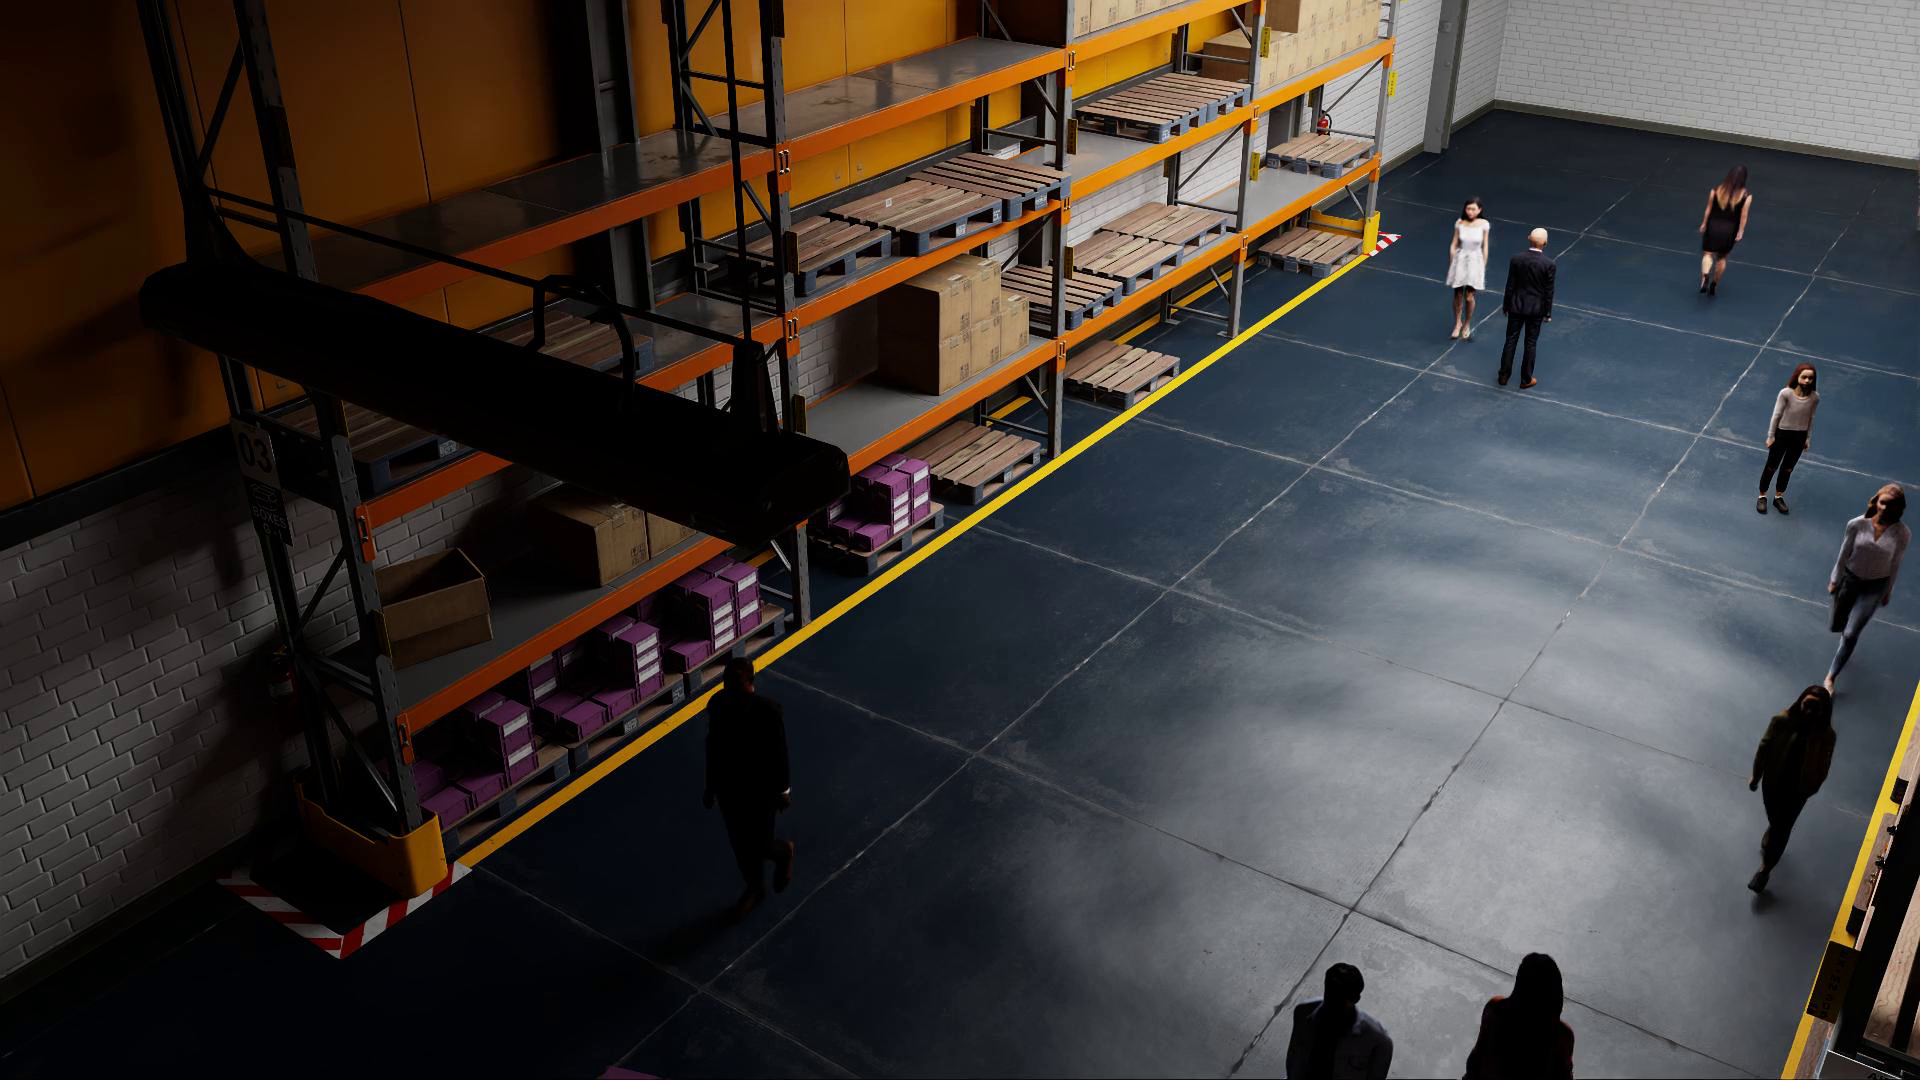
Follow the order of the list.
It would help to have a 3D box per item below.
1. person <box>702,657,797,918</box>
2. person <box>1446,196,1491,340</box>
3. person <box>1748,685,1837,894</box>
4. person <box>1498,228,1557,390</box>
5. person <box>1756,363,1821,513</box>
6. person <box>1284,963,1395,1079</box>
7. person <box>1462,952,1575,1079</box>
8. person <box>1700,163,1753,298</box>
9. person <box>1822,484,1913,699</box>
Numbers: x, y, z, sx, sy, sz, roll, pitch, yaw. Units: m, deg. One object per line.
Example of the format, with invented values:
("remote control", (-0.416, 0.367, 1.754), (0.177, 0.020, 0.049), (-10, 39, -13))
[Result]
("person", (-1.313, 1.529, 10.621), (0.741, 1.890, 0.835), (14, 32, 24))
("person", (5.902, -3.150, 19.345), (0.684, 1.749, 0.789), (13, 31, 22))
("person", (5.500, 1.561, 11.029), (0.615, 1.443, 1.010), (21, 35, 33))
("person", (6.189, -2.534, 18.162), (0.682, 1.800, 0.595), (16, 32, 27))
("person", (7.790, -0.975, 15.634), (0.618, 1.485, 0.634), (3, 29, 5))
("person", (1.859, 2.823, 8.332), (0.663, 1.809, 0.536), (19, 34, 31))
("person", (2.720, 2.866, 8.278), (0.674, 1.786, 0.750), (21, 35, 33))
("person", (9.398, -3.776, 20.542), (0.730, 1.703, 0.876), (13, 31, 23))
("person", (6.999, 0.350, 12.902), (0.597, 1.776, 0.981), (18, 34, 30))
